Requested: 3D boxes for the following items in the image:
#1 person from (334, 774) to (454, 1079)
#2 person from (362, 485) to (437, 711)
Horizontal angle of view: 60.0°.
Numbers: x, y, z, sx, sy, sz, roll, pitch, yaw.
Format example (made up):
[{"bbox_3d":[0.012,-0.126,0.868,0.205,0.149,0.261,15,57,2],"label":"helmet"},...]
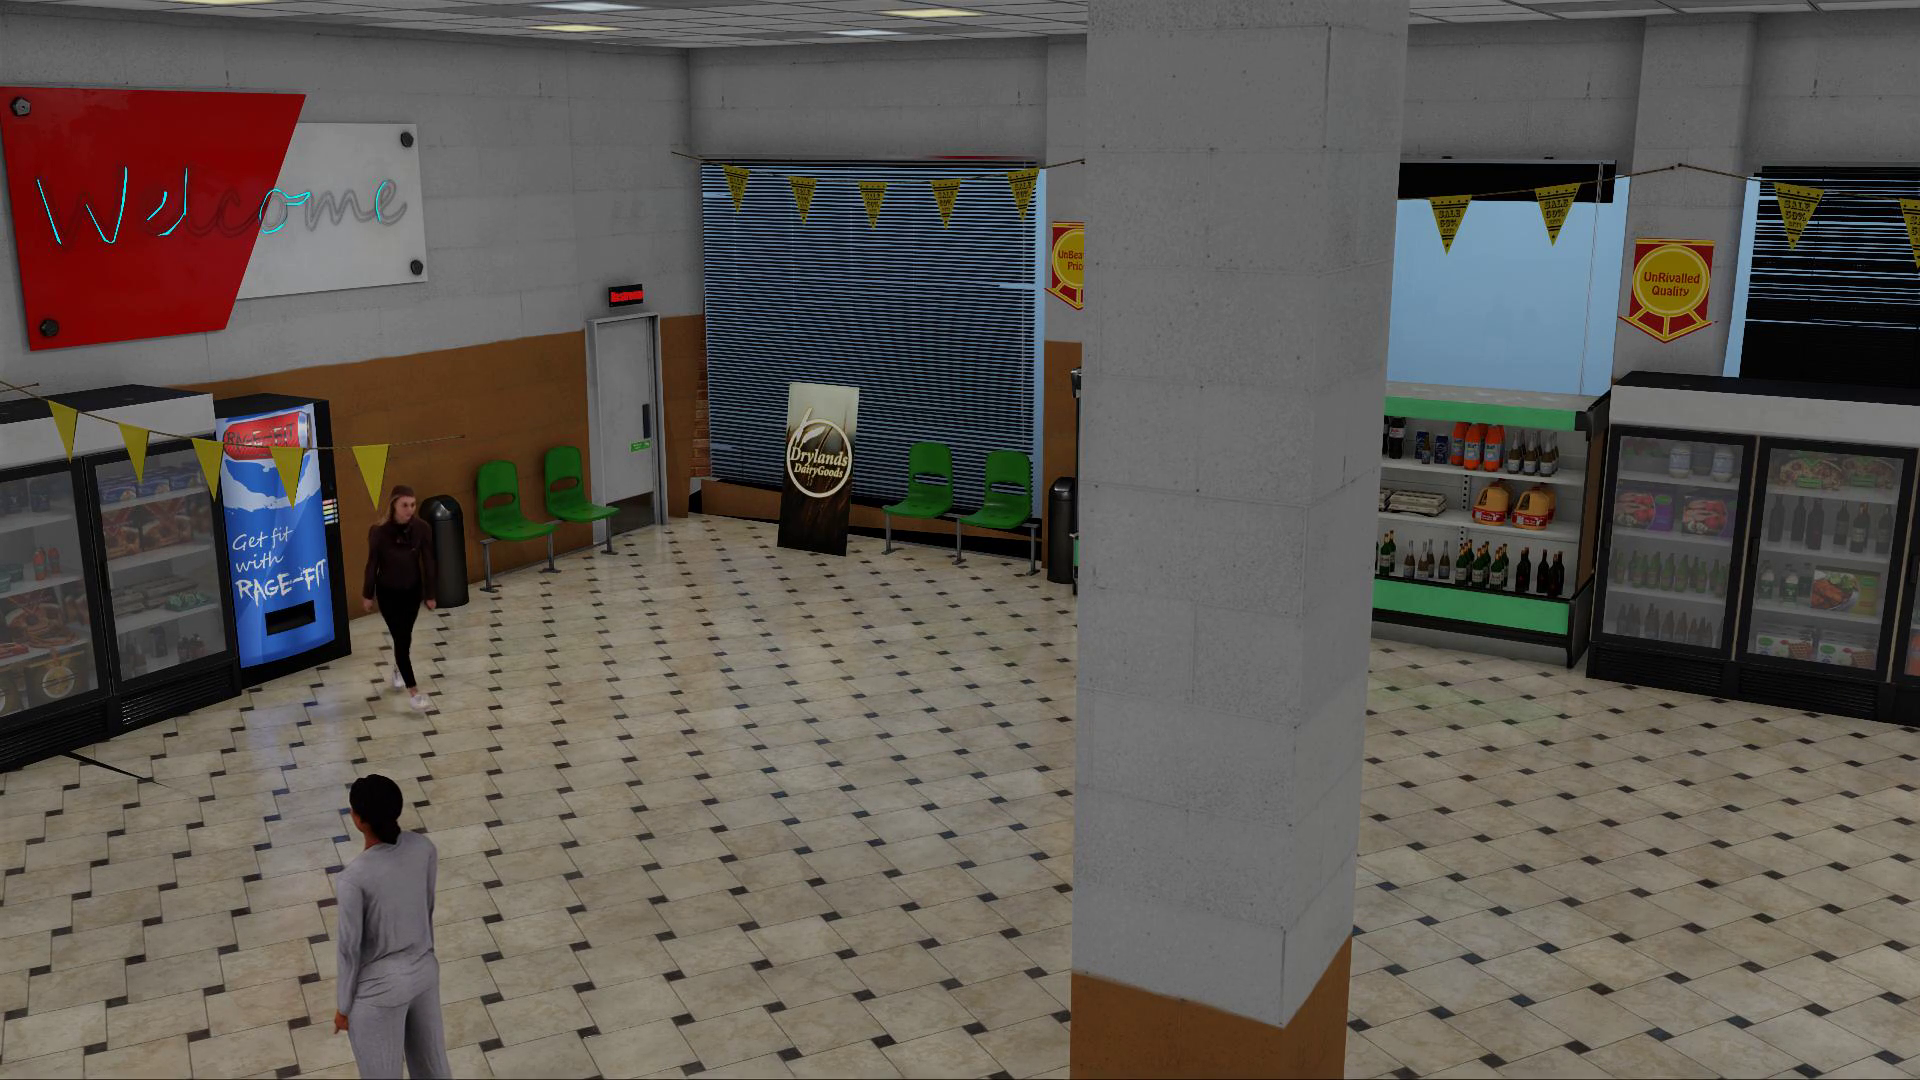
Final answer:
[{"bbox_3d":[-2.225,1.740,6.540,0.526,1.737,0.614,8,16,29],"label":"person"},{"bbox_3d":[-4.150,0.403,12.260,0.947,1.639,1.230,-9,16,-34],"label":"person"}]
